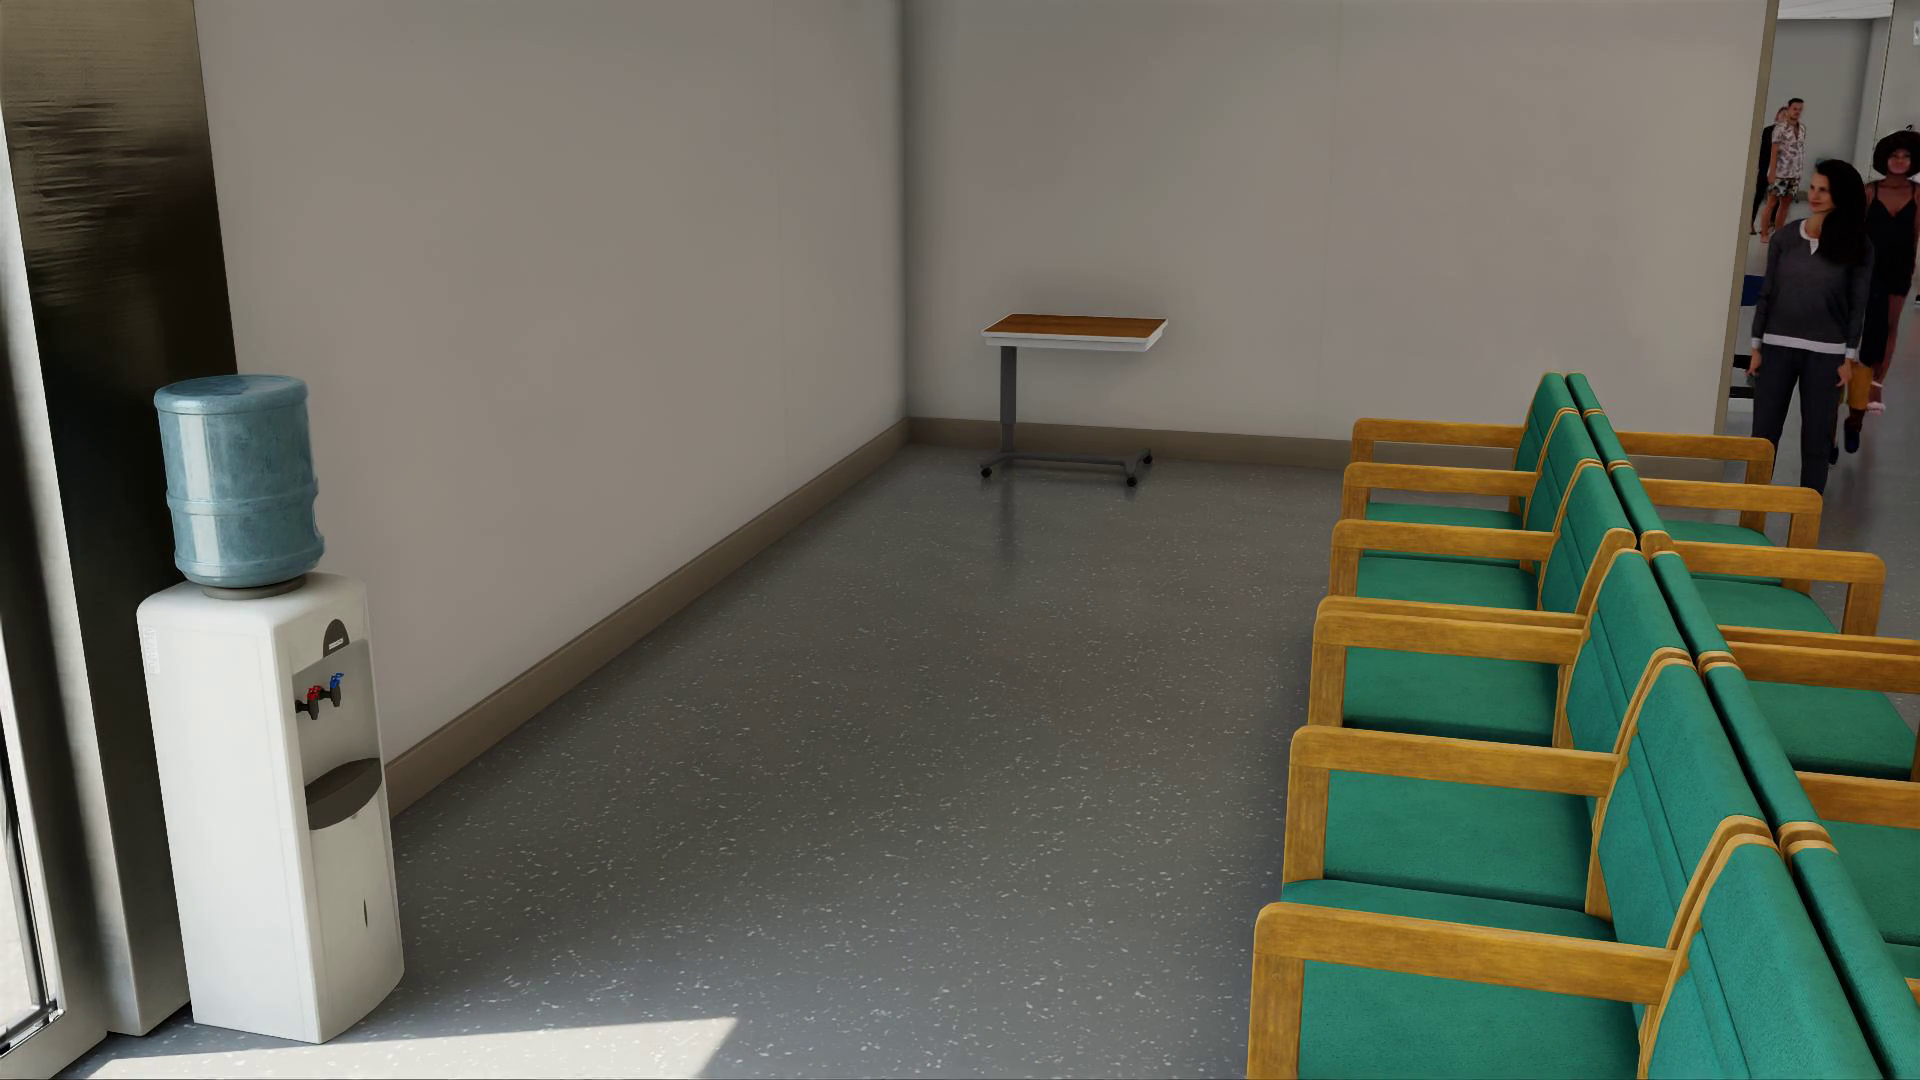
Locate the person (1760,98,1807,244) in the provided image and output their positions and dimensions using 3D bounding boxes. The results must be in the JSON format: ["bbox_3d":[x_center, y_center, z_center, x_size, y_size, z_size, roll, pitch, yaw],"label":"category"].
[{"bbox_3d":[10.623,-4.765,21.447,0.709,1.815,0.809,-6,17,-19],"label":"person"}]

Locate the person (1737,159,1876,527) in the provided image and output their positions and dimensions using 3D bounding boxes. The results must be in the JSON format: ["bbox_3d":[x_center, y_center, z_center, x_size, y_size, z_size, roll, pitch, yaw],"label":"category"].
[{"bbox_3d":[3.901,-0.865,7.694,0.600,1.771,0.744,13,20,38],"label":"person"}]

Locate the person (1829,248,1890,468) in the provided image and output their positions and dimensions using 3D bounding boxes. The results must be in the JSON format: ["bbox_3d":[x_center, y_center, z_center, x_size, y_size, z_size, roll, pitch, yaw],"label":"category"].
[{"bbox_3d":[4.961,-1.041,9.258,0.749,1.261,0.719,11,19,33],"label":"person"}]

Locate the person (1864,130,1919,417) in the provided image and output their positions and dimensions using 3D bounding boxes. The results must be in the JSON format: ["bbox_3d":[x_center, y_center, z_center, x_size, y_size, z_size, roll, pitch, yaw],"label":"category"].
[{"bbox_3d":[5.905,-1.713,10.704,0.962,1.769,0.659,5,17,18],"label":"person"}]

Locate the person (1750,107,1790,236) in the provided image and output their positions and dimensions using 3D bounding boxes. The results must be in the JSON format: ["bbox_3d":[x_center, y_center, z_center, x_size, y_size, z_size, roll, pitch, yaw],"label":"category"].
[{"bbox_3d":[10.863,-4.905,22.179,0.588,1.685,0.767,12,20,37],"label":"person"}]

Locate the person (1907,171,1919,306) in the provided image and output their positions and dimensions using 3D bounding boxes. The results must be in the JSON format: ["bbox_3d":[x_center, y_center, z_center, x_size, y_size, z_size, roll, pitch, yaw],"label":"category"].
[{"bbox_3d":[9.078,-3.119,15.720,0.562,1.752,0.669,8,18,26],"label":"person"}]
